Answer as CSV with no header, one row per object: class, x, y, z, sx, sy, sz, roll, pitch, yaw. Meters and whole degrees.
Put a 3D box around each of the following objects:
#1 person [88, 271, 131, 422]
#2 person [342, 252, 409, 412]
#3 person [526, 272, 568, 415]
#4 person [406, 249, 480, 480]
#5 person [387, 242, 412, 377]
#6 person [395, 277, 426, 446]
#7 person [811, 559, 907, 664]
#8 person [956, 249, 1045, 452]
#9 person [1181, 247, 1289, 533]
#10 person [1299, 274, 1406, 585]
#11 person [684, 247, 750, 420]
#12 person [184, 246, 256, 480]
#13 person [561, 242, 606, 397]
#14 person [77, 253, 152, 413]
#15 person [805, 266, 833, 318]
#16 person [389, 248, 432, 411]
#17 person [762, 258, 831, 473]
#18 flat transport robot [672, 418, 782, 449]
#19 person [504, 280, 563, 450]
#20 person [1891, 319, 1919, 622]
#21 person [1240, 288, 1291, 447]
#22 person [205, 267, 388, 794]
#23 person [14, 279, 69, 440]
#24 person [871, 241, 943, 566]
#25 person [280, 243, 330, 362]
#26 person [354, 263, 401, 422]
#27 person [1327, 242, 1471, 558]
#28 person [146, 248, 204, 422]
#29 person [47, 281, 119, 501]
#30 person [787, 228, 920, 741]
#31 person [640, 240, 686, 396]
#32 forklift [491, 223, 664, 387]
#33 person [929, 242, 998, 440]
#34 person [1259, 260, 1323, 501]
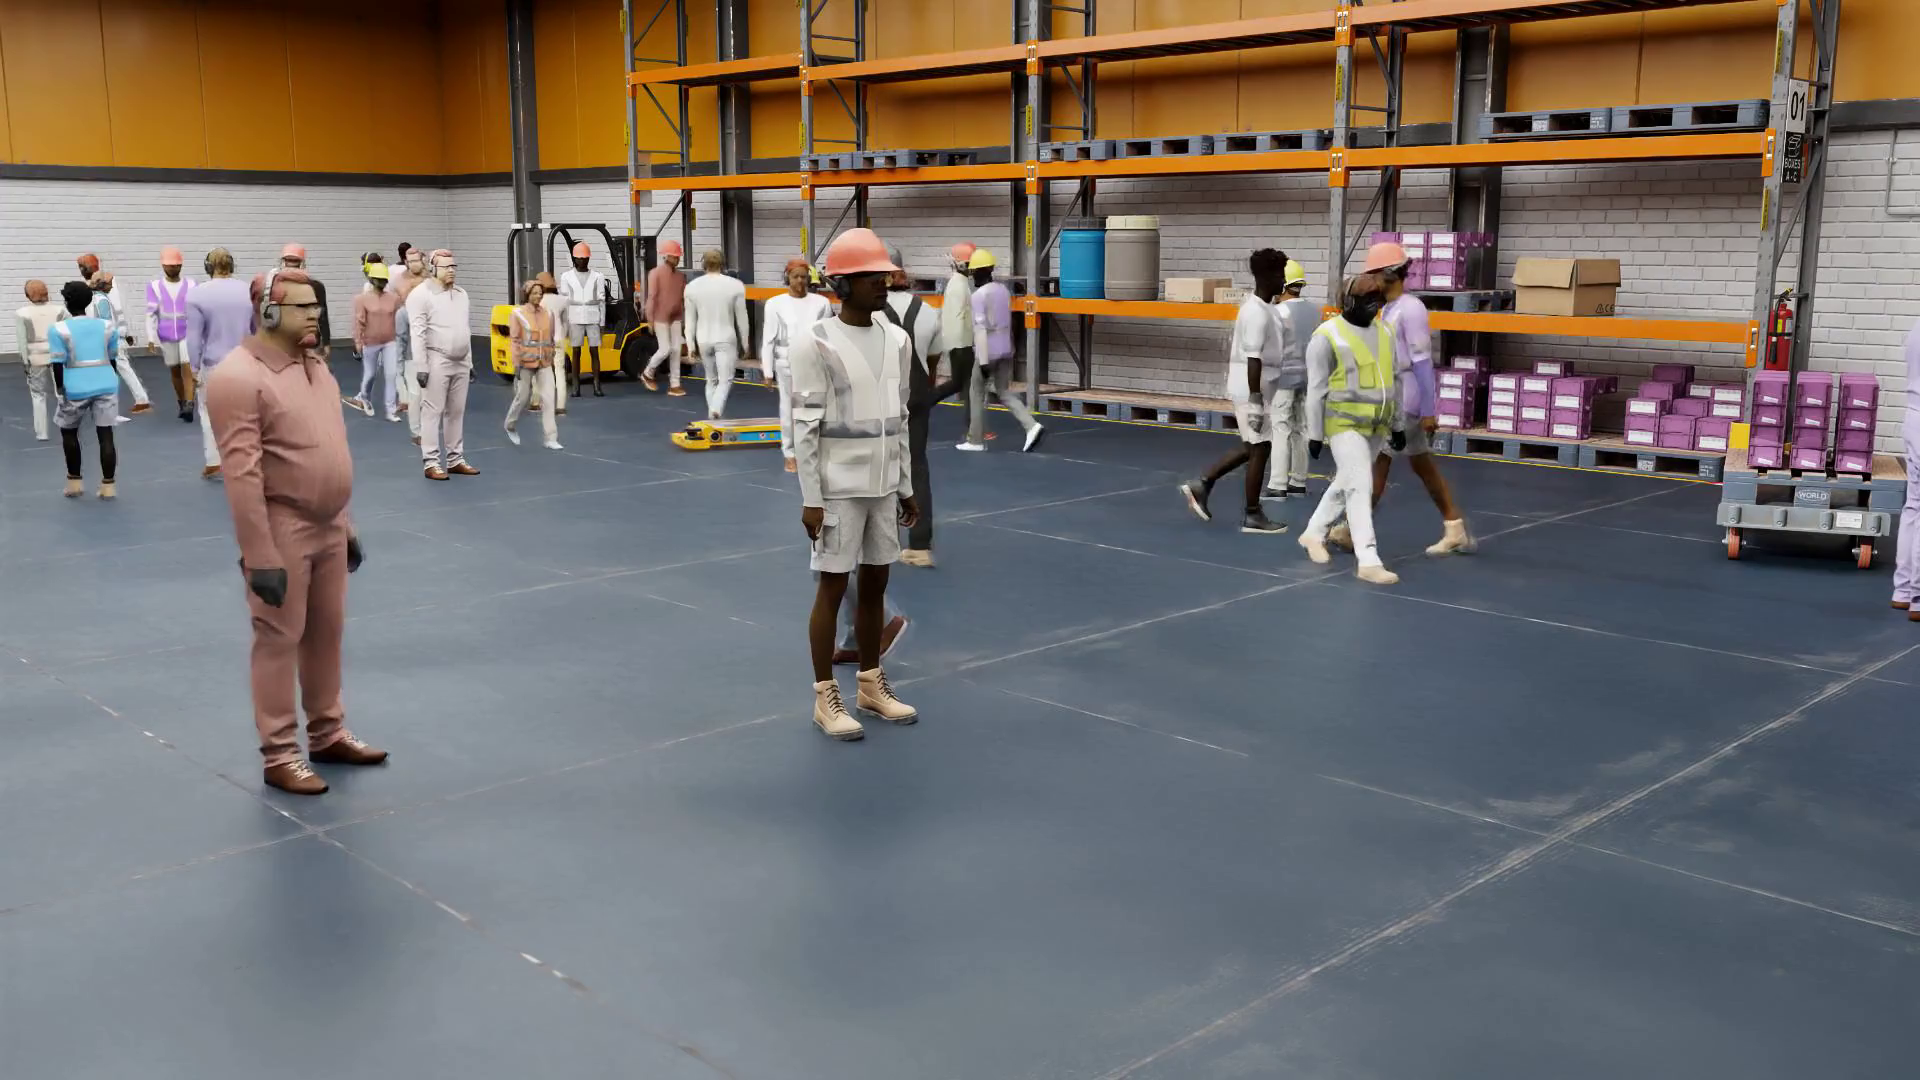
person,-9.296,-2.094,18.079,0.313,1.632,0.513,-9,13,-39
person,-6.707,-2.356,19.009,0.926,1.818,0.556,1,10,7
person,-4.692,-2.225,18.870,0.505,1.604,0.752,-8,13,-36
person,-4.280,-1.462,13.882,0.401,1.907,0.648,5,12,26
person,-7.895,-3.288,23.805,0.587,1.920,0.391,-1,10,-3
person,-5.166,-1.707,15.982,0.364,1.617,0.531,9,14,40
person,-0.512,-0.186,7.708,0.402,1.620,0.519,0,10,-1
person,0.373,-1.748,15.475,0.804,1.899,0.610,7,13,35
person,1.924,-1.021,11.365,0.615,1.954,0.627,2,11,9
person,2.339,-0.688,9.965,0.634,1.810,0.935,-7,12,-32
person,-2.458,-1.967,16.651,0.633,1.911,0.880,2,11,10
person,-6.049,-1.448,13.733,0.653,1.934,0.440,-9,14,-40
person,-4.702,-2.750,20.827,0.546,1.936,0.369,-2,11,-13
person,-9.697,-2.331,18.865,1.021,1.812,0.649,0,10,0
person,-1.515,-1.851,16.472,0.561,1.725,0.833,-7,12,-33
person,-6.223,-2.422,19.208,0.664,1.884,0.475,-3,11,-17
person,-1.360,-1.428,13.915,0.598,1.830,1.005,-3,11,-15
flat transport robot,-2.008,-1.045,16.072,1.431,0.197,0.652,-4,11,-22
person,-4.110,-1.675,15.864,0.752,1.611,0.523,10,14,44
person,5.175,-0.511,8.728,0.404,1.902,0.633,3,11,15
person,2.897,-1.732,15.506,0.509,1.858,0.669,-9,14,-40
person,-2.433,-0.037,6.122,0.405,1.907,0.692,2,11,11
person,-8.897,-1.742,16.234,0.510,1.607,0.786,-9,14,-40
person,-0.470,-0.882,10.354,0.704,2.000,1.030,-6,12,-30
person,-6.647,-1.996,16.707,0.619,1.962,0.896,-6,12,-29
person,-6.413,-2.178,18.283,0.530,1.733,0.818,-8,13,-37
person,2.776,-0.869,10.449,1.014,1.975,0.617,1,10,4
person,-8.544,-2.228,18.141,0.561,1.881,1.020,-4,11,-20
person,-6.718,-1.141,12.757,0.630,1.673,0.540,10,14,43
person,-0.405,-0.226,6.757,0.365,2.048,0.608,10,14,43
person,-3.709,-2.787,20.951,0.641,1.964,0.654,8,13,39
forklift,-5.316,-3.263,22.920,2.313,2.155,1.214,-10,14,-44
person,-0.074,-1.955,16.451,0.819,1.961,0.625,0,10,-1
person,2.487,-1.211,12.713,0.589,1.834,0.403,-9,14,-40
